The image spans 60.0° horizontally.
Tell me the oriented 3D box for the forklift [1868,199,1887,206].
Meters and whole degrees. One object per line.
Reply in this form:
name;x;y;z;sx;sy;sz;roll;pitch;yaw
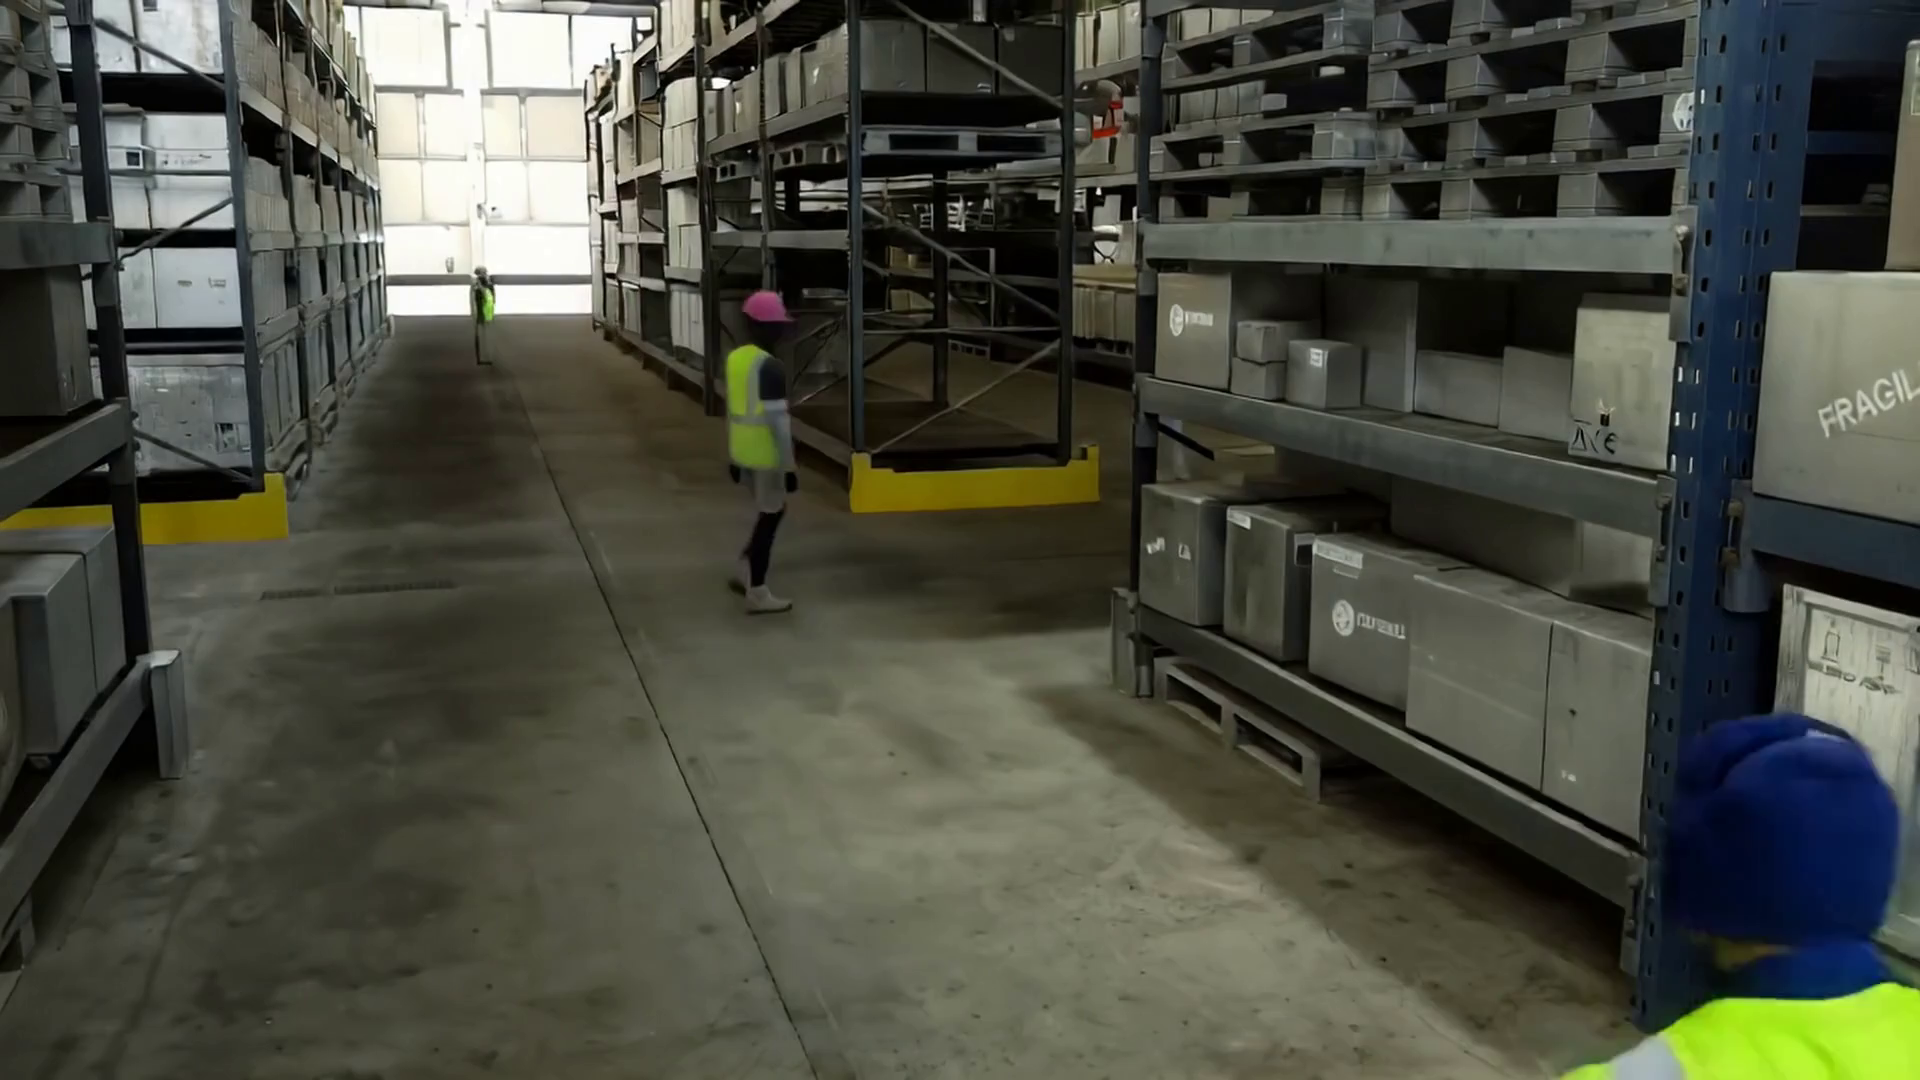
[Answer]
forklift;11.338;-2.915;21.052;1.129;2.768;1.873;-3;11;-17

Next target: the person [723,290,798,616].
person;-1.203;-0.530;10.320;0.431;2.023;0.631;-7;12;-33

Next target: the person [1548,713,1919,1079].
person;0.841;1.103;1.783;0.627;1.887;1.045;-1;10;-5

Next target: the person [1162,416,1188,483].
person;1.883;-1.353;15.482;0.577;1.794;0.896;-4;11;-19

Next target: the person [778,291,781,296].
person;-4.308;-5.387;37.370;0.635;1.873;0.832;-5;12;-27

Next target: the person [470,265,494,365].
person;-8.785;-4.127;30.569;0.404;1.830;0.601;-4;11;-20
